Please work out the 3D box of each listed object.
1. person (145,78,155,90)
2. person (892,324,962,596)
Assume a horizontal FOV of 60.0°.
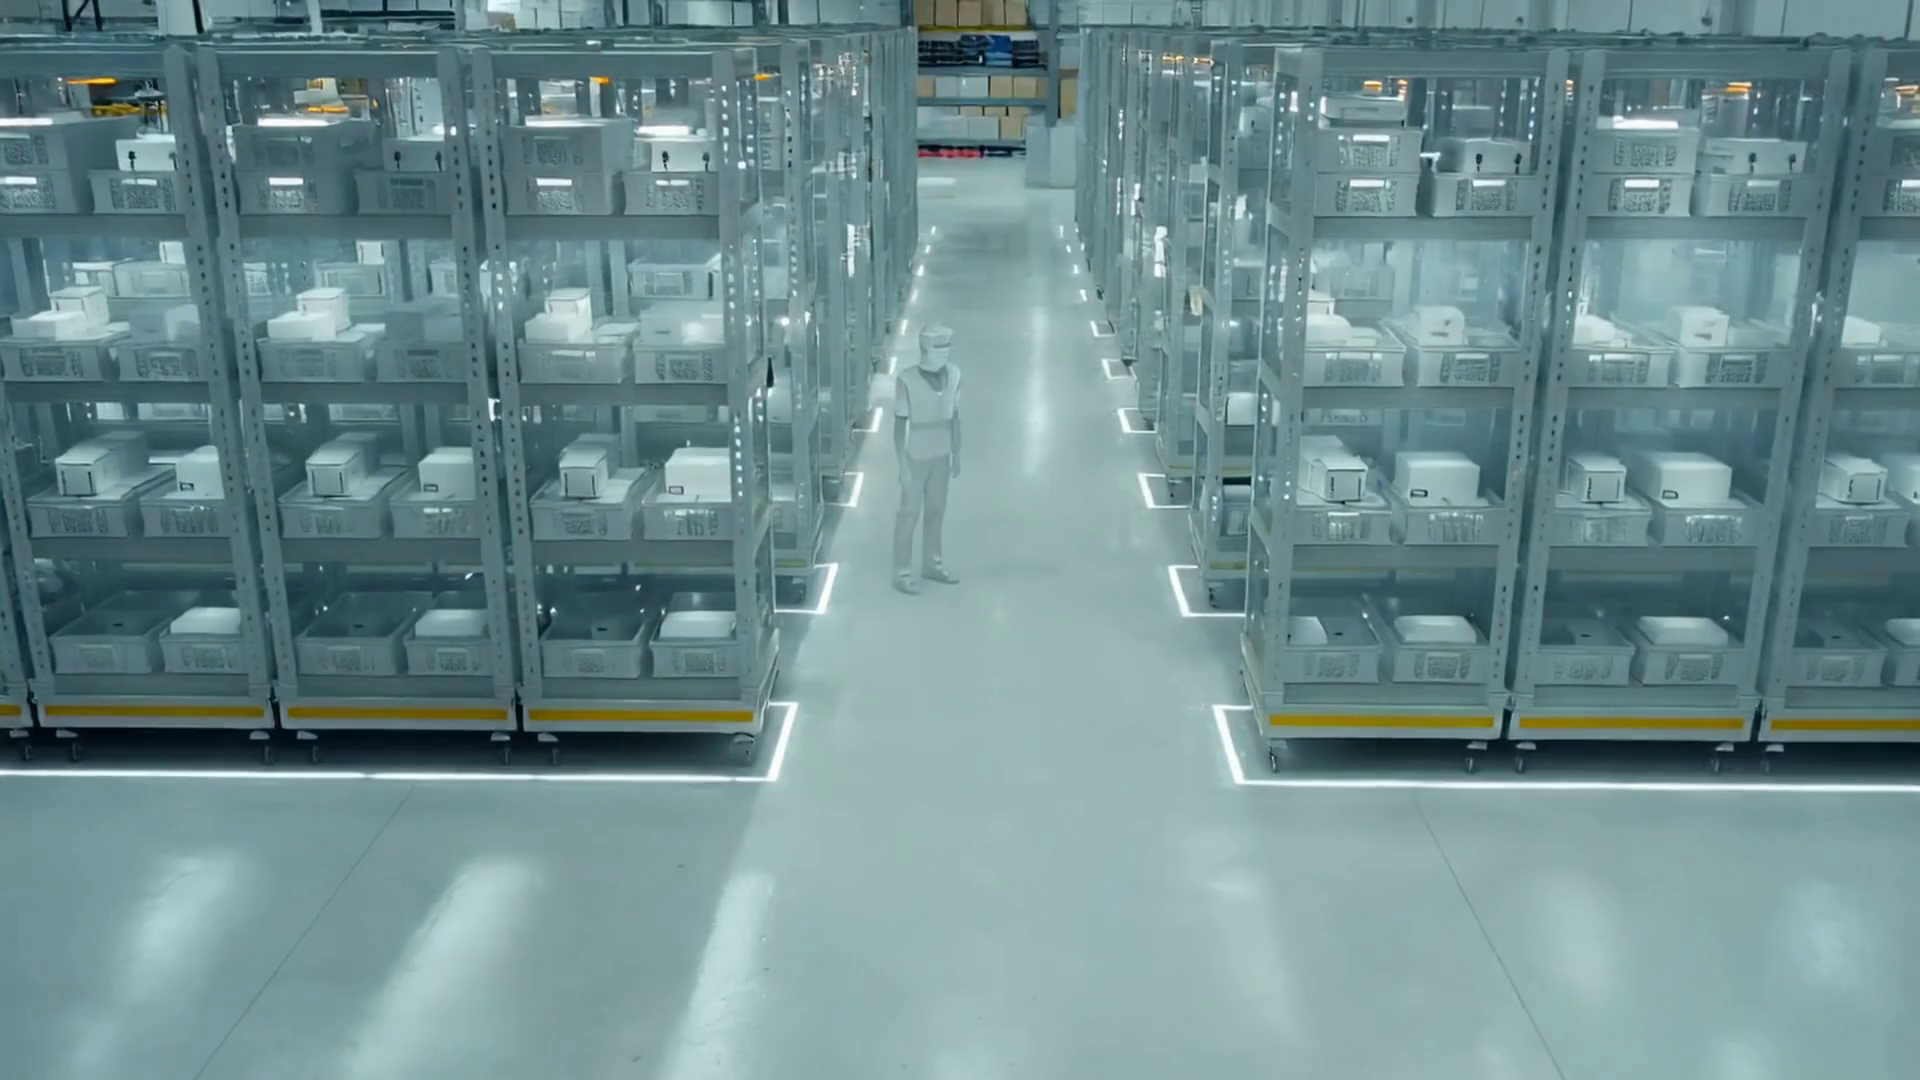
[{"bbox_3d":[-27.996,-15.306,57.853,0.902,2.004,0.634,-4,18,-12],"label":"person"},{"bbox_3d":[-0.225,-0.544,11.107,0.580,1.832,0.404,-16,24,-42],"label":"person"}]
